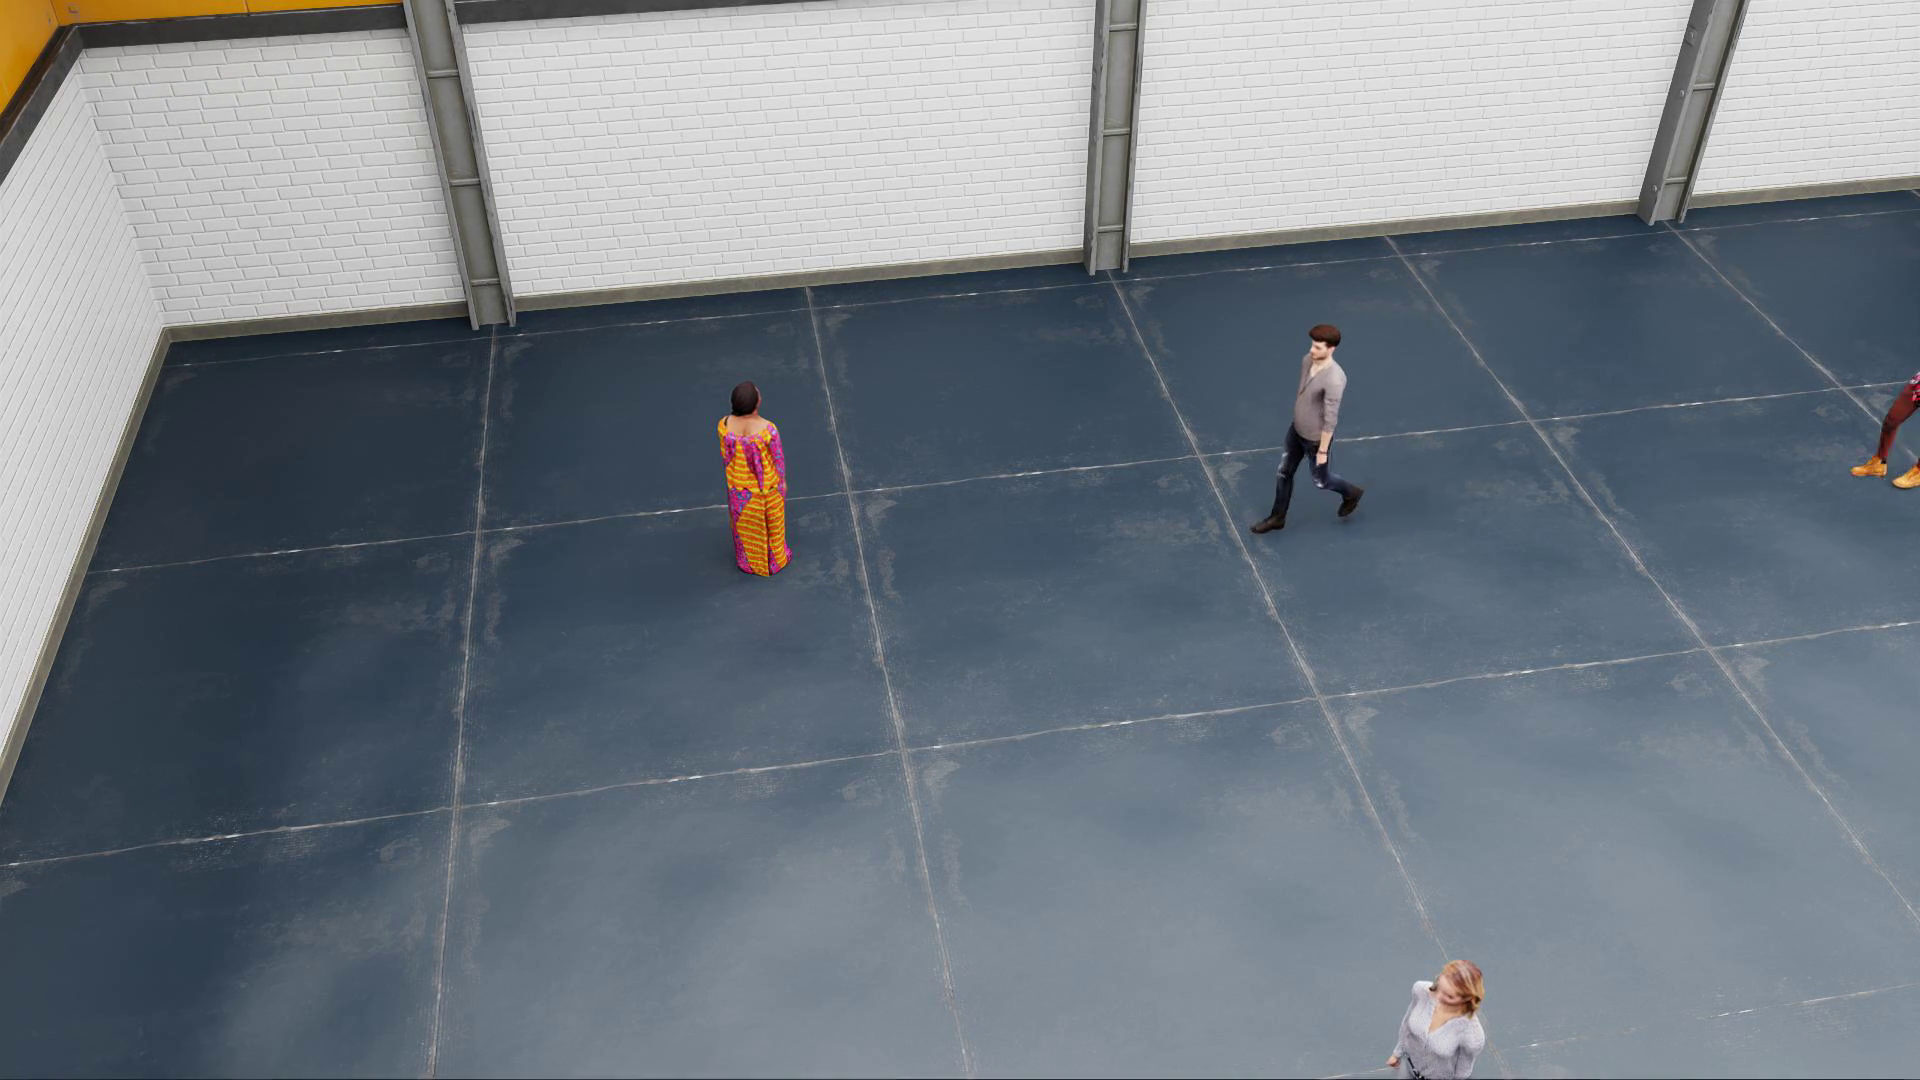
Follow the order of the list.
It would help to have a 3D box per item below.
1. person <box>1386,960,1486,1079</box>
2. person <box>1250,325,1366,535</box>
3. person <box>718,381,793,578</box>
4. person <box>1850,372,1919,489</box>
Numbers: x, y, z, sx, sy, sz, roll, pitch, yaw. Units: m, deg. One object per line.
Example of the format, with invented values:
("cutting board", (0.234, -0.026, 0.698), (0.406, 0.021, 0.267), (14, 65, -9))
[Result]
("person", (2.375, 2.707, 8.424), (0.646, 1.796, 0.660), (-21, 43, -24))
("person", (2.797, -0.835, 12.801), (1.234, 1.869, 0.823), (-13, 40, -16))
("person", (-1.547, -0.498, 12.528), (0.720, 1.683, 0.814), (9, 39, 11))
("person", (7.864, -1.137, 13.307), (0.760, 1.708, 0.593), (-7, 39, -8))
